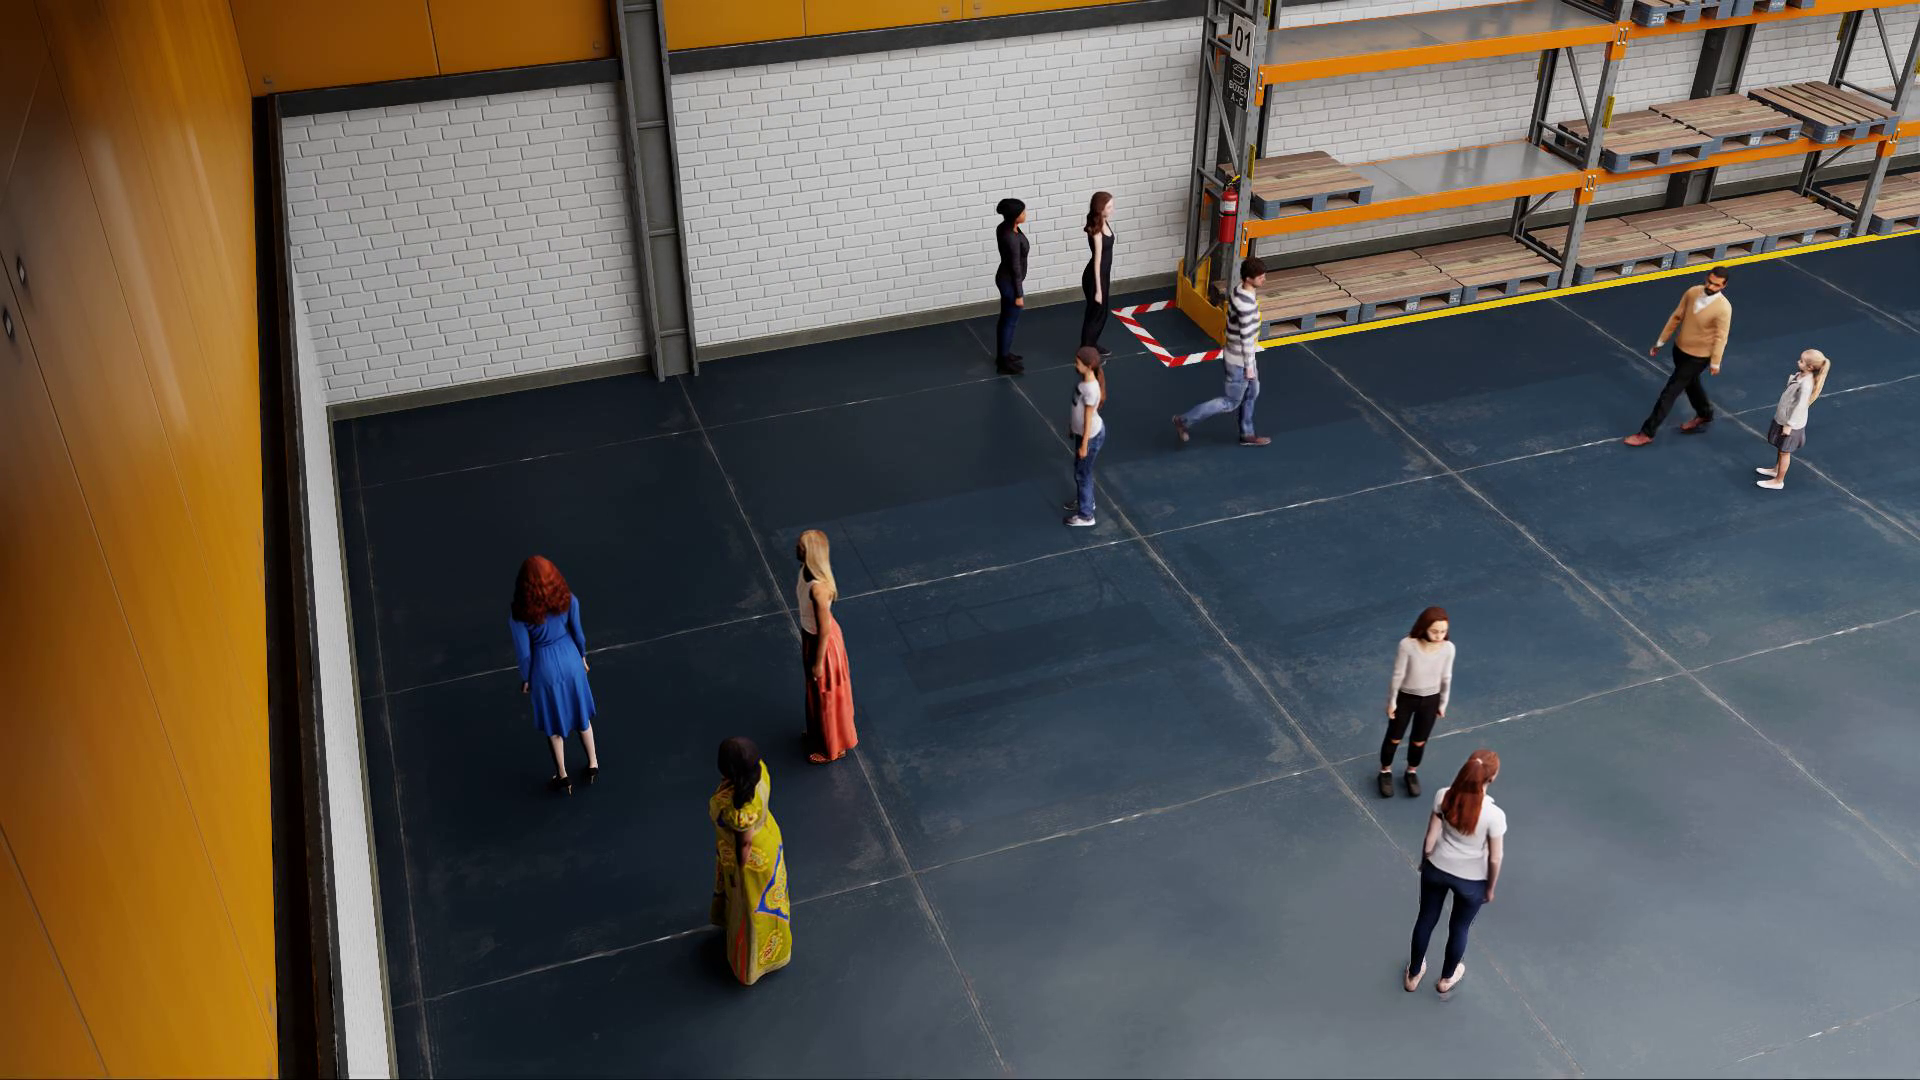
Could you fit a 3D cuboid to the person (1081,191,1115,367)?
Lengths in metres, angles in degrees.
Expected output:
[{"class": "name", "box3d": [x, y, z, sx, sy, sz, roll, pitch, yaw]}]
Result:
[{"class": "person", "box3d": [1.293, -2.499, 15.838, 0.696, 1.742, 0.673, 8, 34, 12]}]

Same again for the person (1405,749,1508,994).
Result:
[{"class": "person", "box3d": [2.753, 1.869, 9.270, 0.711, 1.738, 0.759, 21, 39, 28]}]

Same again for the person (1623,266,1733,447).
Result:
[{"class": "person", "box3d": [6.469, -1.620, 14.548, 1.229, 1.707, 0.753, -7, 34, -11]}]

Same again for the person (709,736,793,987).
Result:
[{"class": "person", "box3d": [-1.206, 1.769, 9.491, 0.936, 1.660, 0.965, 1, 34, 1]}]

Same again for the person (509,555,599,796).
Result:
[{"class": "person", "box3d": [-2.594, 0.880, 10.677, 0.556, 1.828, 0.700, -17, 37, -24]}]

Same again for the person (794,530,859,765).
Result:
[{"class": "person", "box3d": [-0.916, 0.696, 10.977, 0.609, 1.802, 0.660, -7, 34, -11]}]

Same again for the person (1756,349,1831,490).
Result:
[{"class": "person", "box3d": [7.035, -1.036, 14.059, 0.660, 1.276, 0.605, 12, 35, 18]}]

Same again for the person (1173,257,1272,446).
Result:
[{"class": "person", "box3d": [2.316, -1.582, 14.391, 1.210, 1.817, 0.967, 3, 34, 5]}]

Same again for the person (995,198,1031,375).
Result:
[{"class": "person", "box3d": [0.459, -2.396, 15.678, 0.590, 1.748, 0.656, -6, 34, -8]}]

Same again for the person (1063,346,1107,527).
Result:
[{"class": "person", "box3d": [1.054, -0.873, 13.560, 0.637, 1.556, 0.617, -2, 34, -2]}]

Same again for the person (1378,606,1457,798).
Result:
[{"class": "person", "box3d": [2.952, 1.025, 10.772, 0.534, 1.482, 0.667, 1, 34, 2]}]
